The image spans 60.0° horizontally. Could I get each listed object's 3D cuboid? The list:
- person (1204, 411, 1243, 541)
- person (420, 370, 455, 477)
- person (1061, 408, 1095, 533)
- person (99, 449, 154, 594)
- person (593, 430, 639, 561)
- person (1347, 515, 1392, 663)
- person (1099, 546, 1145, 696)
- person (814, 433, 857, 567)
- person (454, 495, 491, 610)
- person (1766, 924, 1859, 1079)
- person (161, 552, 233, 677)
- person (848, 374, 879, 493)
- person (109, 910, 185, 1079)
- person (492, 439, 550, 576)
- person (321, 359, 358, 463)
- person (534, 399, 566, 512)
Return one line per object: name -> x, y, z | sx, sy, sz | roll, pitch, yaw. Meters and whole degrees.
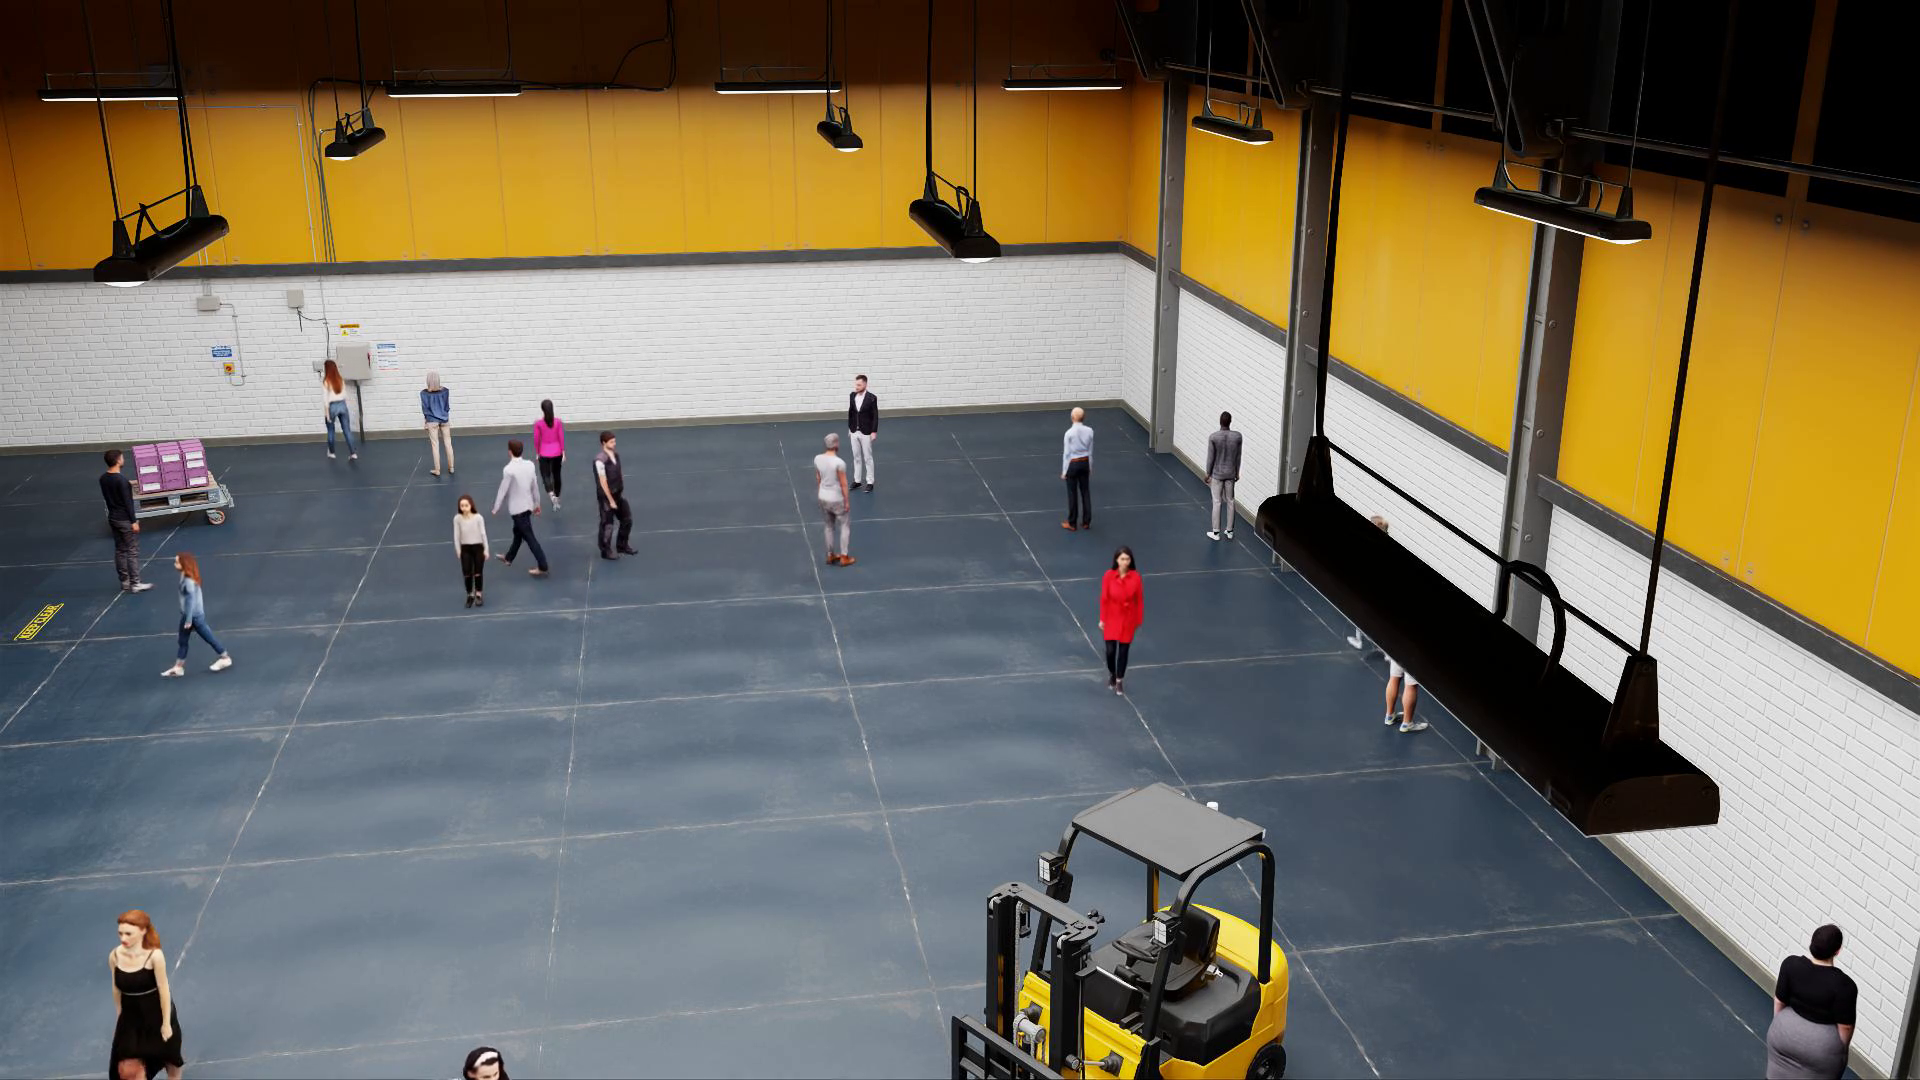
person -> 3.709, -0.914, 23.411 | 0.684, 1.838, 0.543 | -4, 19, -12
person -> -8.319, -1.881, 26.503 | 0.701, 1.697, 0.709 | -13, 23, -34
person -> 1.679, -1.015, 23.787 | 0.701, 1.789, 0.652 | -9, 21, -25
person -> -10.778, -0.246, 21.381 | 0.721, 1.867, 0.762 | 10, 21, 28
person -> -4.821, -0.609, 22.518 | 0.877, 1.830, 0.801 | 7, 20, 19
person -> 4.825, 0.581, 19.241 | 0.667, 1.666, 0.900 | -1, 19, -3
person -> 1.751, 0.867, 18.283 | 0.672, 1.735, 0.641 | 0, 19, 1
person -> -1.744, -0.531, 22.299 | 0.803, 1.822, 0.860 | 13, 22, 33
person -> -6.133, 0.107, 20.952 | 0.567, 1.472, 0.569 | -4, 19, -13
person -> 5.587, 3.321, 10.957 | 0.832, 1.760, 0.733 | -16, 24, -38
person -> -8.591, 0.843, 18.815 | 0.922, 1.441, 1.002 | -13, 23, -34
person -> -1.500, -1.669, 25.655 | 0.740, 1.837, 0.770 | 10, 21, 26
person -> -5.550, 3.231, 11.462 | 0.704, 1.607, 0.876 | 1, 19, 3
person -> -5.702, -0.382, 21.906 | 1.185, 1.790, 1.246 | 8, 20, 21
person -> -10.102, -2.084, 27.102 | 0.924, 1.699, 1.138 | -15, 24, -37
person -> -6.038, -1.224, 24.582 | 0.716, 1.679, 1.026 | -7, 20, -21
